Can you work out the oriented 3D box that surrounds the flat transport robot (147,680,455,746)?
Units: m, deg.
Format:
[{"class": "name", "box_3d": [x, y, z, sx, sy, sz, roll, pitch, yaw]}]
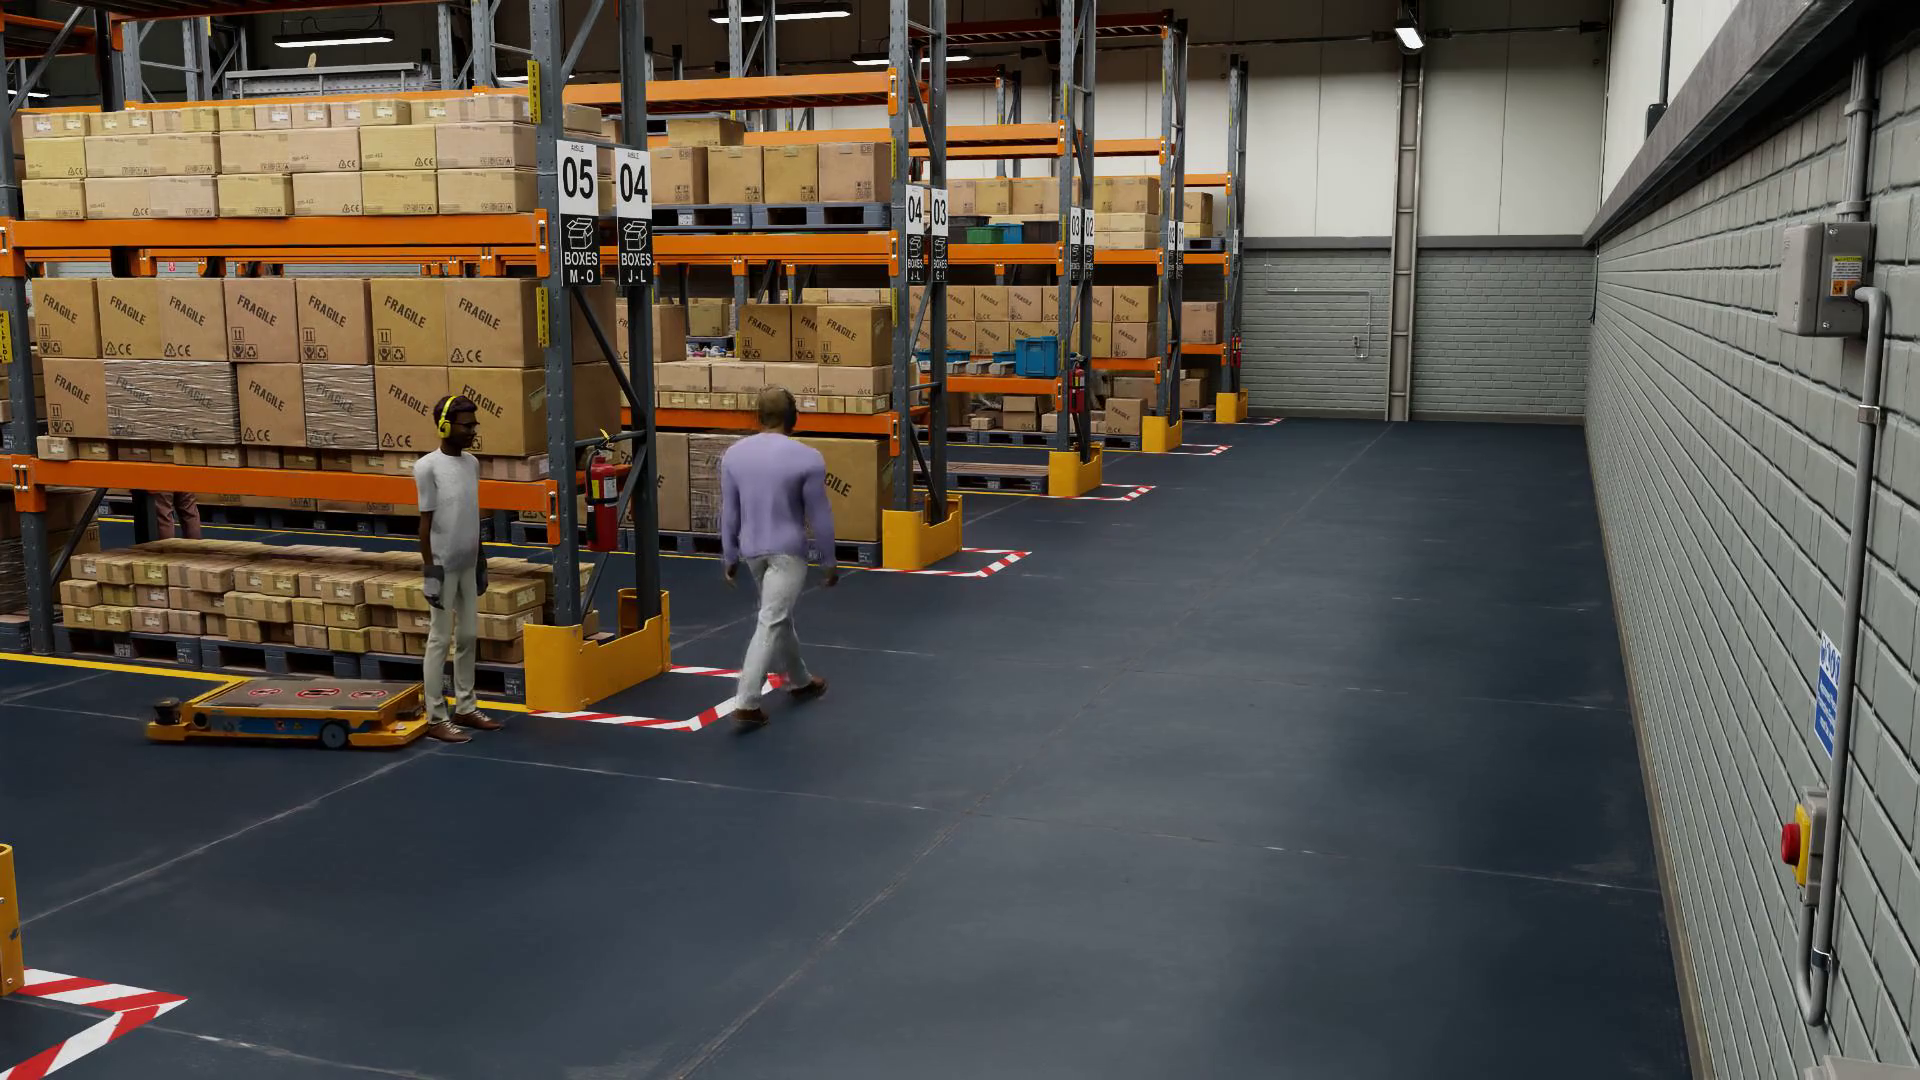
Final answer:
[{"class": "flat transport robot", "box_3d": [-3.571, 0.925, 9.057, 1.431, 0.197, 0.652, 1, 9, 6]}]

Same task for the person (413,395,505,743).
[{"class": "person", "box_3d": [-2.714, 0.155, 8.940, 0.324, 1.856, 0.516, 4, 10, 21]}]

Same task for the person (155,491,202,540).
[{"class": "person", "box_3d": [-6.491, -0.610, 13.566, 0.409, 1.903, 0.639, 4, 10, 22]}]

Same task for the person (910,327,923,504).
[{"class": "person", "box_3d": [-0.588, -1.363, 18.148, 0.367, 1.937, 0.641, 2, 9, 13]}]

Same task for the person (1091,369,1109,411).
[{"class": "person", "box_3d": [1.942, -2.566, 25.505, 1.090, 1.978, 0.620, 3, 10, 18]}]

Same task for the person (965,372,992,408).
[{"class": "person", "box_3d": [0.266, -2.620, 26.289, 0.783, 1.852, 0.517, 4, 10, 25]}]

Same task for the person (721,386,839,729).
[{"class": "person", "box_3d": [-1.021, 0.081, 9.338, 0.644, 1.886, 1.048, 5, 10, 26]}]

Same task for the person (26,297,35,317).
[{"class": "person", "box_3d": [-20.871, -4.453, 37.247, 0.375, 1.997, 0.612, 5, 10, 26]}]
